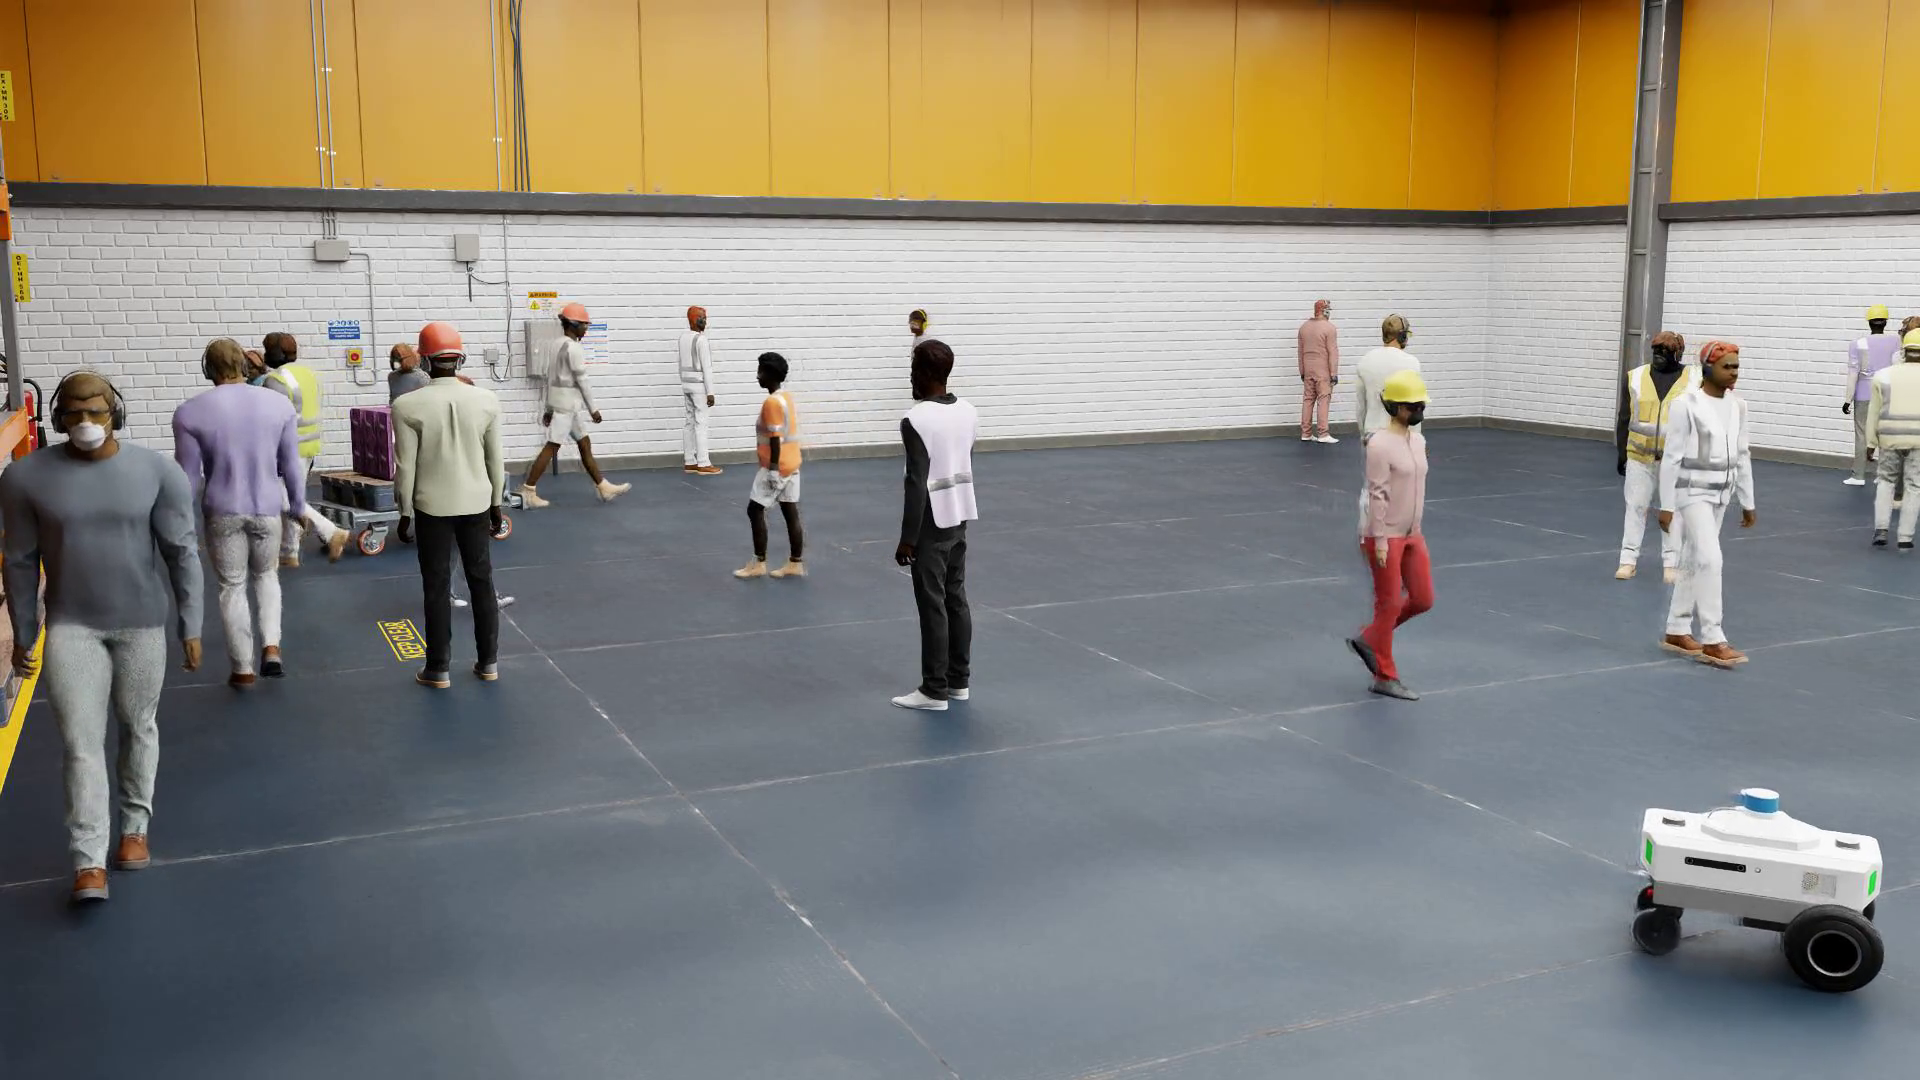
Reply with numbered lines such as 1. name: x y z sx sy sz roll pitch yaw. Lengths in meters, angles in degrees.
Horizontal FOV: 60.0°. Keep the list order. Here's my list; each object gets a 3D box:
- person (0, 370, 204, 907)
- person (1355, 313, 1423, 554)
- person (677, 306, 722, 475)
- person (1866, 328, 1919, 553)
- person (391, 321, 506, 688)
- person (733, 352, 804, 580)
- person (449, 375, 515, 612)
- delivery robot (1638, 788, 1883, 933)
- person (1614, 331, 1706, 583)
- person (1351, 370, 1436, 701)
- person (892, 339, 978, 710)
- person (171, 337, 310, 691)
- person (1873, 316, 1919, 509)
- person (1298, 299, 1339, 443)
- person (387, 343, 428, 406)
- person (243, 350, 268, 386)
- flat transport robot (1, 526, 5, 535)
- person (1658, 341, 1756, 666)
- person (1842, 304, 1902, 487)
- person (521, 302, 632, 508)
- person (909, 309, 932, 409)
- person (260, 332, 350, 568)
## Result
1. person: -3.085 0.352 6.017 0.661 1.901 0.928 -4 10 -25
2. person: 3.410 -0.820 13.188 0.363 1.938 0.636 -6 11 -32
3. person: -2.934 -1.671 18.637 0.355 1.884 0.575 -8 12 -41
4. person: 7.686 -0.803 13.458 0.607 1.816 0.483 7 12 37
5. person: -2.787 -0.190 9.098 0.612 1.997 0.376 -7 11 -36
6. person: -1.438 -0.532 12.172 0.626 1.677 0.552 1 9 7
7. person: -3.240 -0.294 11.031 0.882 1.580 0.506 5 11 29
8. delivery robot: 2.622 1.063 5.480 0.707 0.478 0.477 5 10 25
9. person: 5.119 -0.604 12.161 0.623 1.840 0.430 5 11 29
10. person: 2.299 -0.027 8.844 0.531 1.754 0.431 -8 12 -41
11. person: -0.118 -0.076 8.629 0.391 1.922 0.593 5 11 29
12. person: -3.898 -0.140 9.039 0.685 1.914 0.452 -6 11 -34
13. person: 9.061 -1.214 15.920 0.507 1.846 0.344 -4 10 -22
14. person: 4.788 -2.239 22.094 0.407 1.905 0.655 -6 11 -33
15. person: -5.159 -1.008 15.355 0.518 1.600 0.724 5 10 27
16. person: -5.945 -0.787 13.995 0.526 1.599 0.828 4 10 21
17. flat transport robot: -7.873 -0.245 14.778 0.652 0.197 1.431 -1 9 -7
18. person: 4.413 -0.204 9.597 0.606 1.859 0.774 -5 10 -29
19. person: 9.641 -1.521 17.580 0.591 1.923 0.382 1 9 4
20. person: -3.768 -1.286 16.009 1.144 1.974 0.586 -4 10 -24
21. person: -0.407 -1.815 19.687 0.518 1.831 0.544 -4 10 -24
22. person: -4.999 -0.664 12.588 0.677 1.822 0.644 0 9 3
